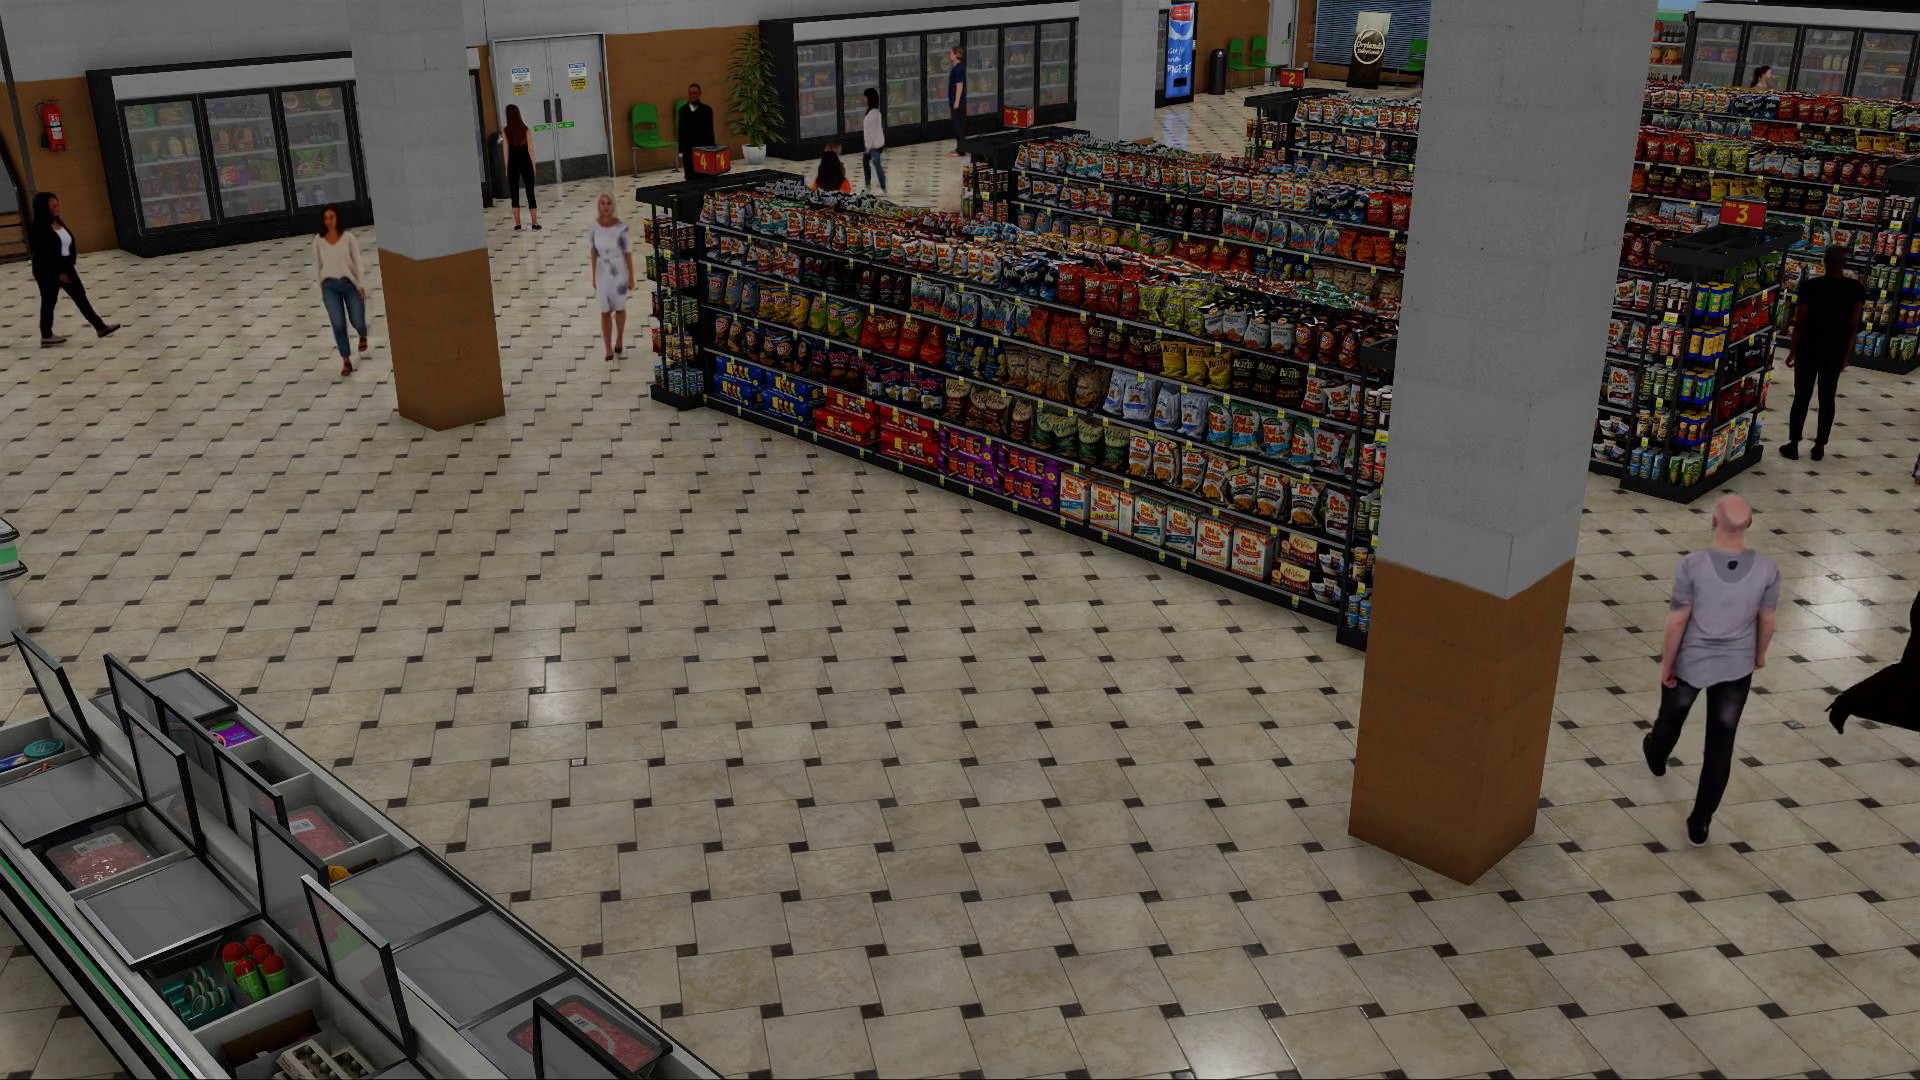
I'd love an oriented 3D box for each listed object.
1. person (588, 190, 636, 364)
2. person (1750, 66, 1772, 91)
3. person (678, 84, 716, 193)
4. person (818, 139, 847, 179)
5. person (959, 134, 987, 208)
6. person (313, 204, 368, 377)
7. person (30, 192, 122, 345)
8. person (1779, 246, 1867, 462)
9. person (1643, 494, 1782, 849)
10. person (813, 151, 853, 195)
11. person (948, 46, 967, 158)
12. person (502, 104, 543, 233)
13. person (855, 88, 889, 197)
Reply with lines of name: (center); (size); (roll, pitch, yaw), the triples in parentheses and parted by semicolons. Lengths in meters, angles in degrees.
person: (-3.531, -2.679, 16.899); (0.983, 1.704, 1.114); (-2, 22, -6)
person: (13.667, -7.347, 28.661); (0.823, 1.597, 0.701); (11, 24, 25)
person: (-3.733, -5.551, 23.799); (1.080, 1.889, 1.113); (2, 22, 4)
person: (-1.598, -3.973, 20.171); (0.978, 1.665, 0.759); (17, 28, 36)
person: (0.240, -4.187, 20.706); (0.914, 1.665, 0.951); (5, 23, 13)
person: (-6.117, -2.506, 16.524); (0.933, 1.663, 1.031); (-2, 22, -6)
person: (-9.540, -2.800, 17.364); (1.092, 1.581, 1.045); (-1, 22, -1)
person: (7.235, -1.566, 13.976); (0.687, 1.818, 0.811); (6, 23, 15)
person: (3.802, 0.693, 8.394); (1.223, 1.788, 1.114); (7, 23, 16)
person: (-1.454, -3.561, 19.059); (0.898, 1.731, 0.907); (6, 23, 14)
person: (-0.046, -7.691, 29.148); (0.786, 1.871, 0.717); (-1, 22, -2)
person: (-6.093, -5.142, 23.003); (0.654, 1.723, 0.694); (-3, 22, -7)
person: (-1.234, -6.078, 25.471); (0.896, 1.621, 0.840); (-2, 22, -5)
